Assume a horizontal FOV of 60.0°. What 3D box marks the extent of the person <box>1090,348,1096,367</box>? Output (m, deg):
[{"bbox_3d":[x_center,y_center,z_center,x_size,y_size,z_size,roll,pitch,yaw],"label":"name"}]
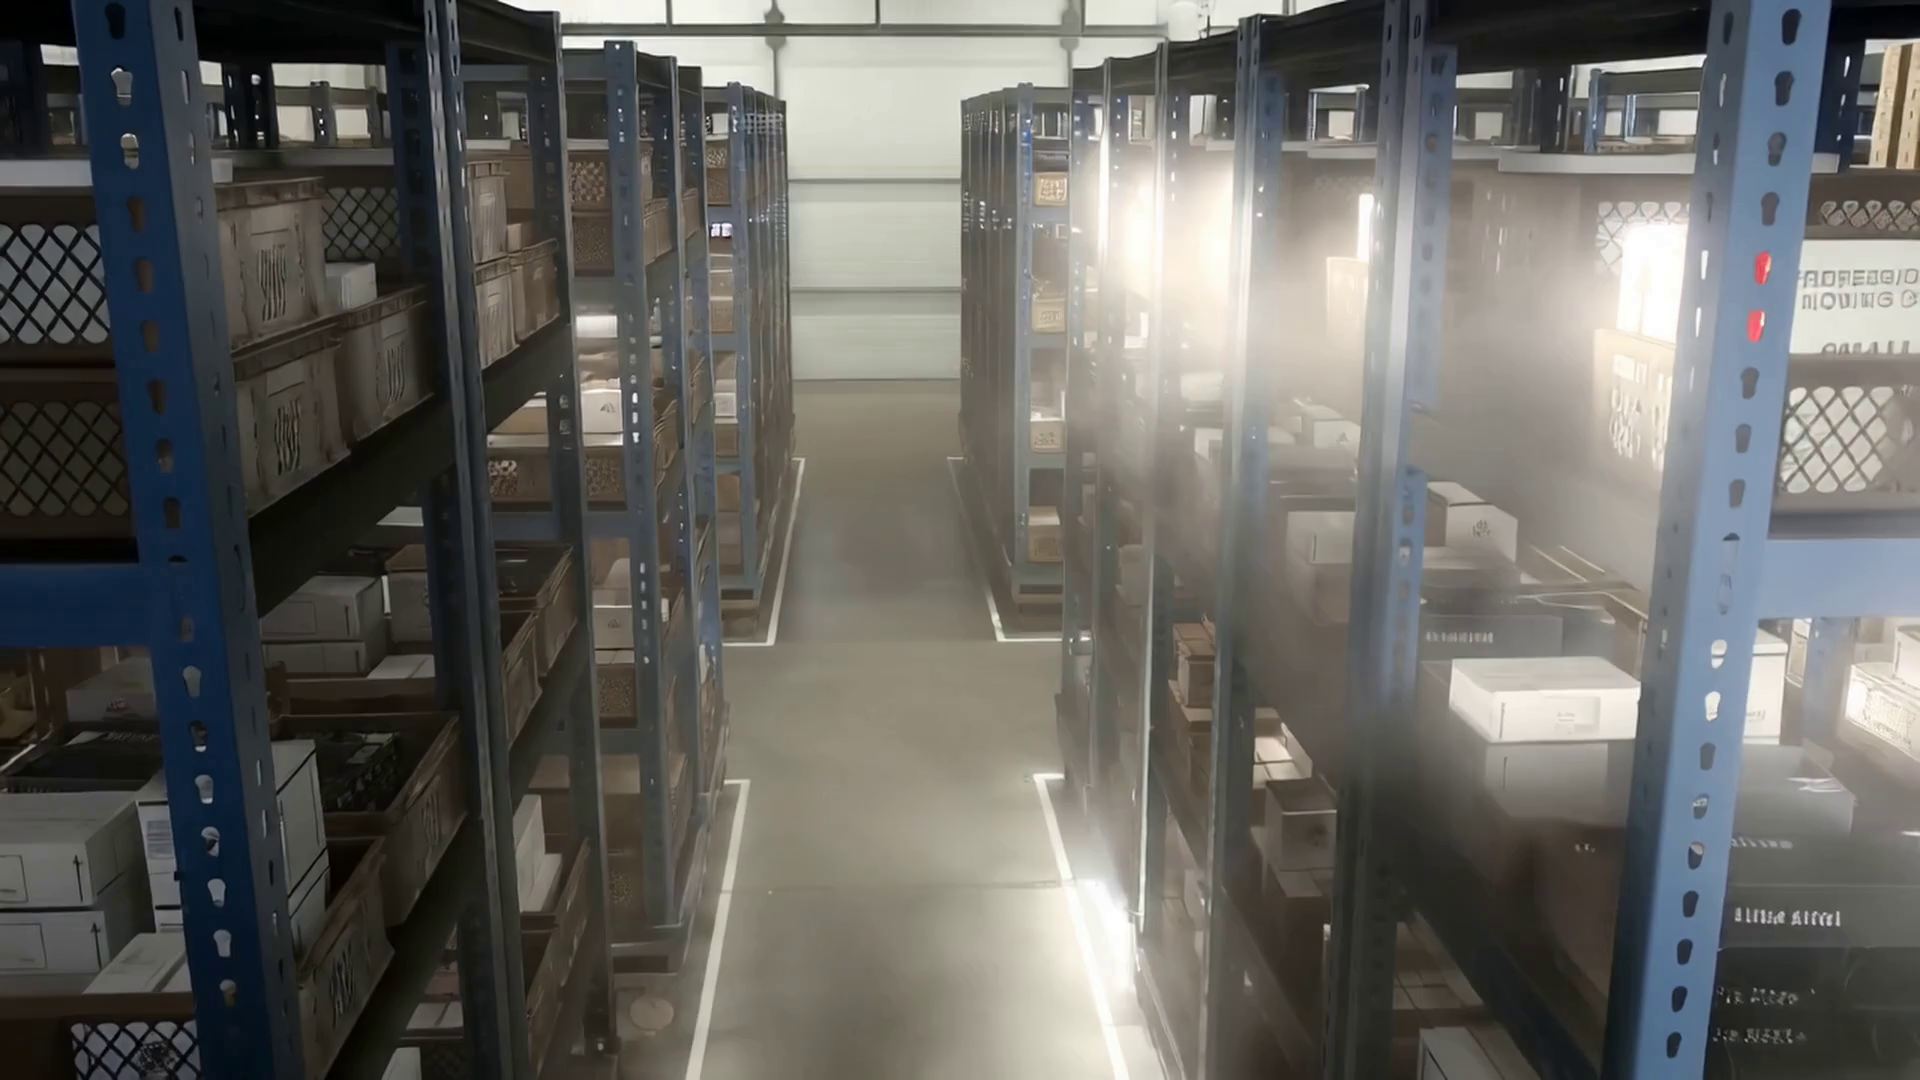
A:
[{"bbox_3d":[1.325,-2.079,18.484,0.922,1.784,0.604,-4,15,-17],"label":"person"}]
